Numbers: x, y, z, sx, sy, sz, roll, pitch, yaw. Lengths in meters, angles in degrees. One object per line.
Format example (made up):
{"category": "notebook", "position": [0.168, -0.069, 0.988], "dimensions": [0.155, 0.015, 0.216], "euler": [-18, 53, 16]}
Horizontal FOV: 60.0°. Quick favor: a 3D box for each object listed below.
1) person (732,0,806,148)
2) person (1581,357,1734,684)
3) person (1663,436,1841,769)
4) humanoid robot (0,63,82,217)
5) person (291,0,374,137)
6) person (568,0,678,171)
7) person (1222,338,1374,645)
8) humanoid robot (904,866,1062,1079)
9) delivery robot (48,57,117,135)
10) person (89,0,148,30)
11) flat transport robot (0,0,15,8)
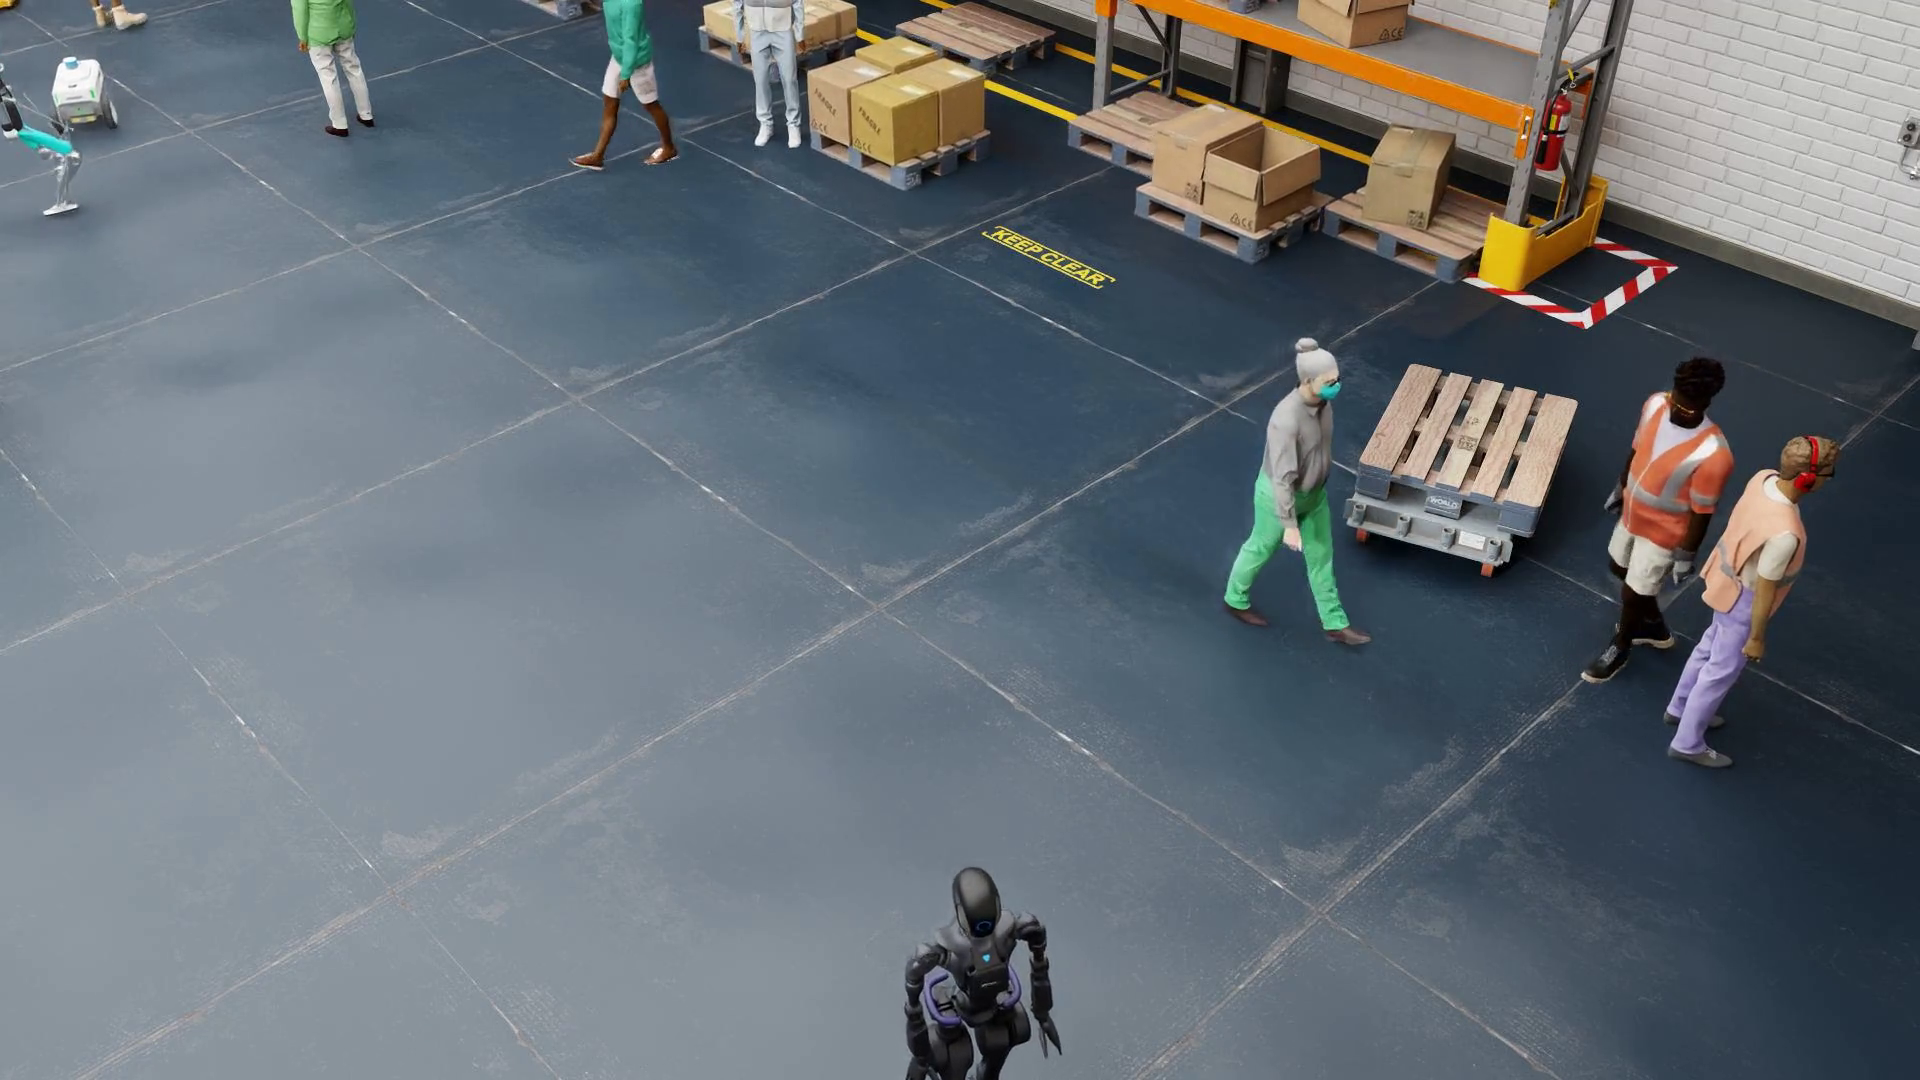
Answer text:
{"category": "person", "position": [-1.569, -4.199, 13.736], "dimensions": [0.598, 1.909, 0.400], "euler": [2, 37, 2]}
{"category": "person", "position": [3.542, -0.123, 8.324], "dimensions": [0.589, 1.929, 0.650], "euler": [-8, 38, -10]}
{"category": "person", "position": [3.683, 0.291, 7.852], "dimensions": [0.380, 1.838, 0.565], "euler": [9, 38, 12]}
{"category": "humanoid robot", "position": [-7.085, -3.216, 12.671], "dimensions": [0.745, 1.889, 0.544], "euler": [-19, 41, -24]}
{"category": "person", "position": [-5.309, -4.278, 13.942], "dimensions": [0.384, 1.781, 0.544], "euler": [28, 45, 32]}
{"category": "person", "position": [-2.740, -3.799, 13.286], "dimensions": [0.945, 1.801, 0.532], "euler": [-23, 43, -27]}
{"category": "person", "position": [1.791, -0.197, 8.519], "dimensions": [0.866, 1.801, 0.535], "euler": [30, 46, 33]}
{"category": "humanoid robot", "position": [0.102, 1.798, 6.000], "dimensions": [0.595, 1.639, 0.661], "euler": [-13, 39, -17]}
{"category": "delivery robot", "position": [-7.636, -3.889, 14.438], "dimensions": [0.499, 0.587, 0.777], "euler": [-12, 39, -15]}
{"category": "person", "position": [-8.458, -5.939, 15.970], "dimensions": [0.713, 2.005, 0.537], "euler": [2, 37, 3]}
{"category": "flat transport robot", "position": [-10.337, -5.560, 16.894], "dimensions": [1.431, 0.231, 0.659], "euler": [-6, 38, -8]}
